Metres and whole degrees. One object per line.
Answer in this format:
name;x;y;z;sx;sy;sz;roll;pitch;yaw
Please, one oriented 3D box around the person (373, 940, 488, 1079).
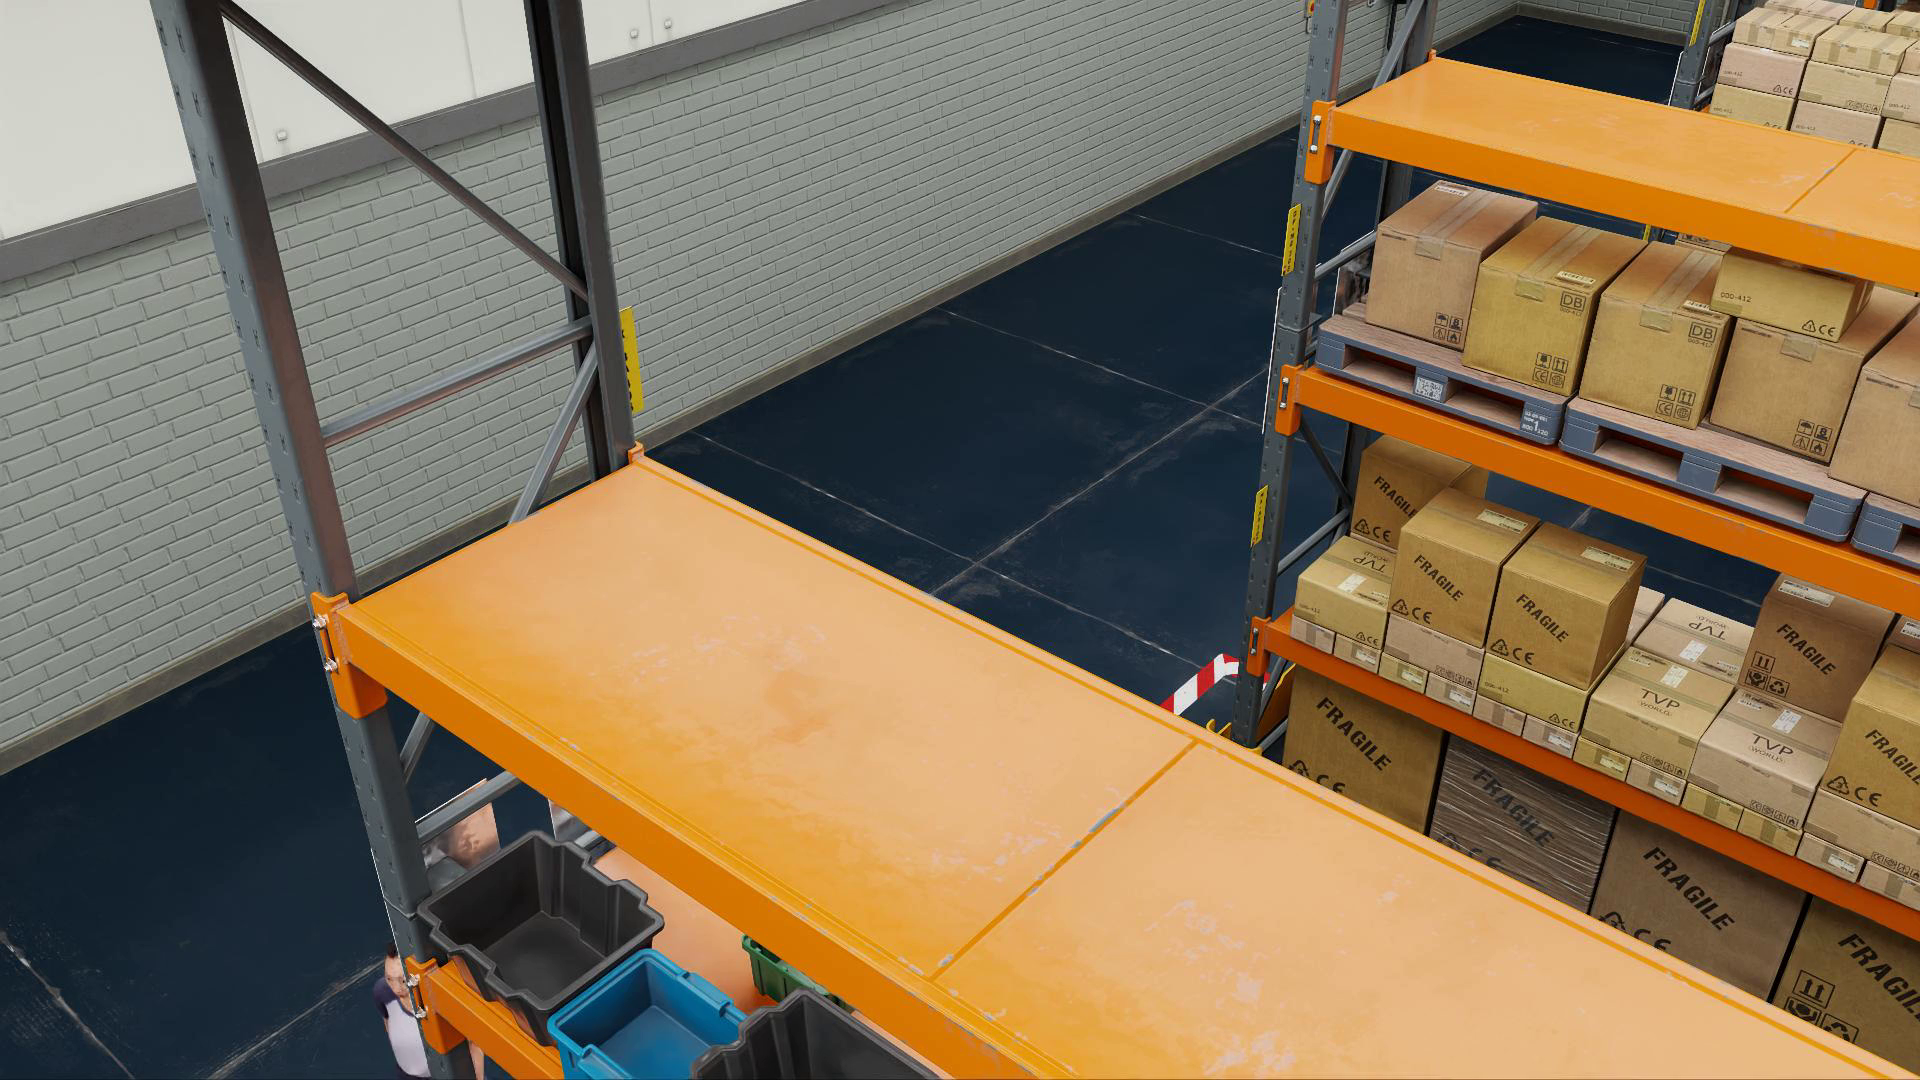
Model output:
person;-2.144;2.222;7.016;1.048;1.605;1.005;4;33;7
